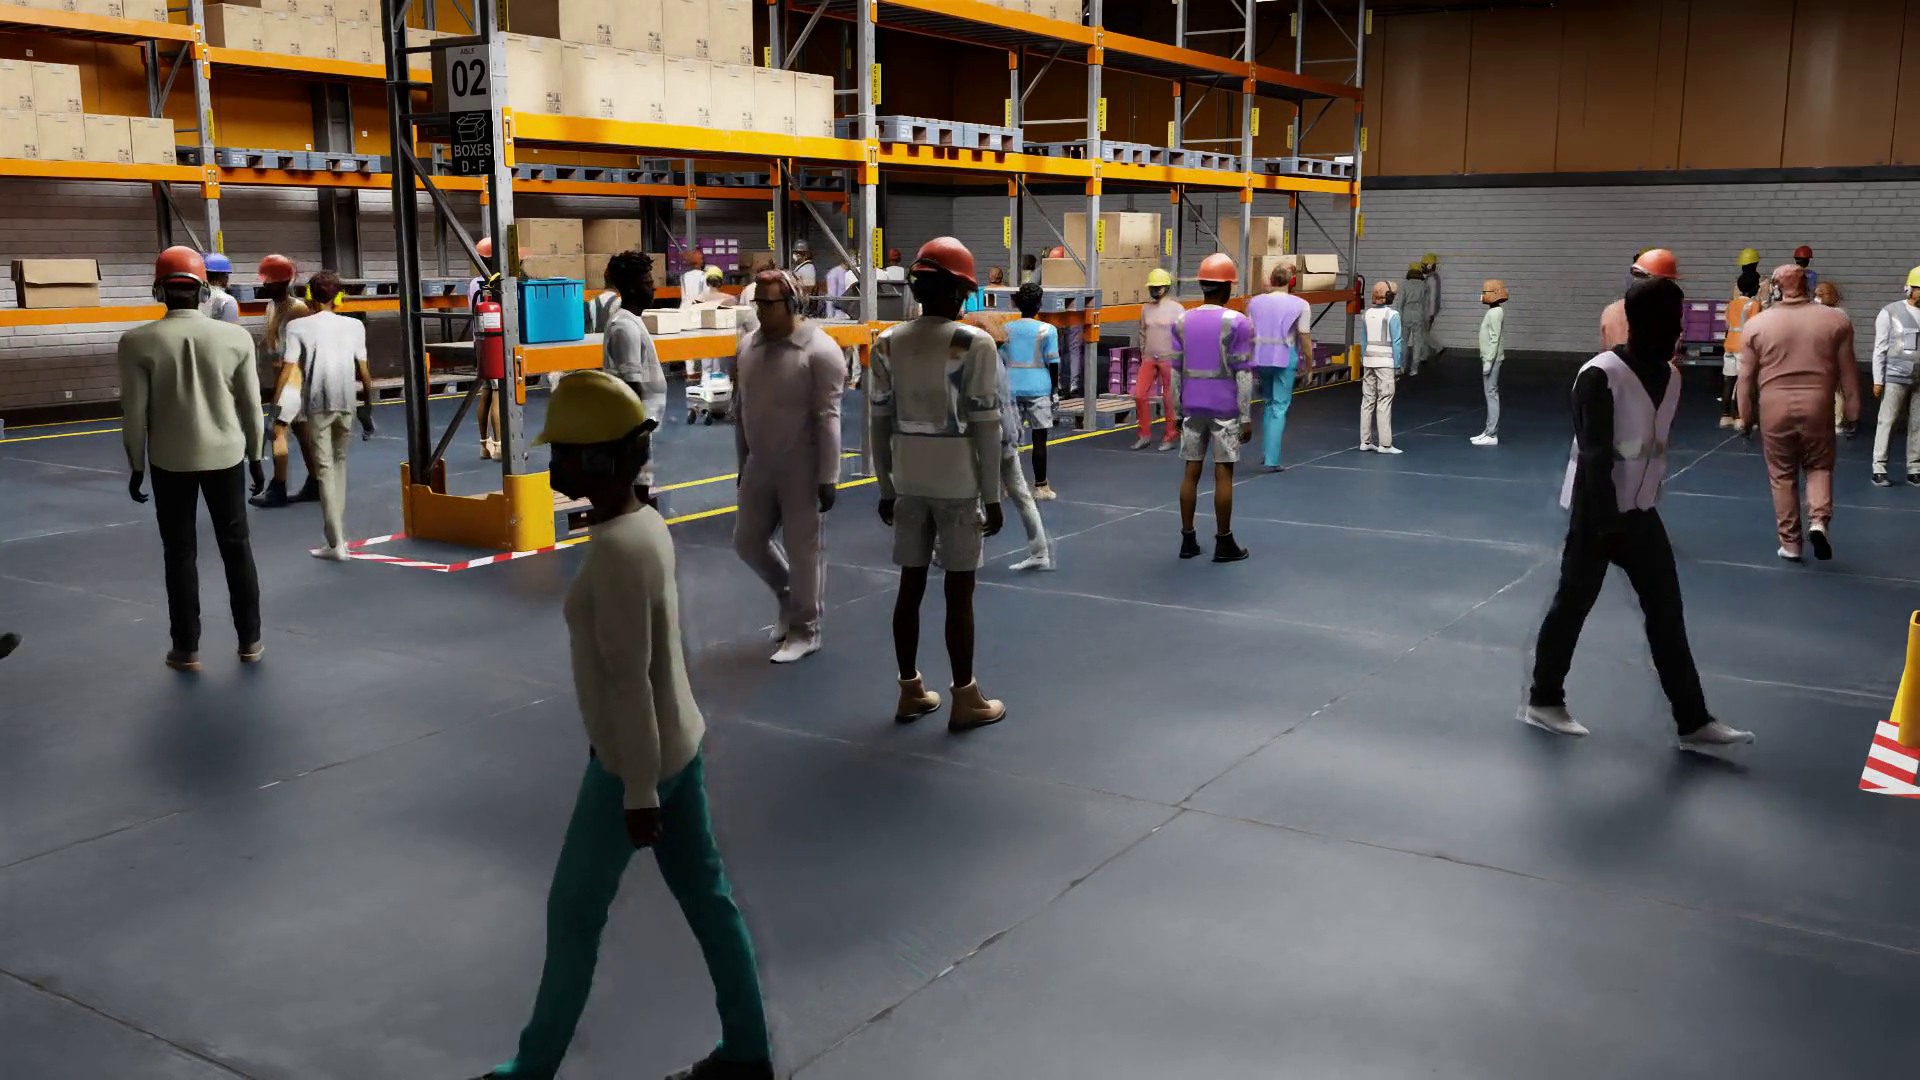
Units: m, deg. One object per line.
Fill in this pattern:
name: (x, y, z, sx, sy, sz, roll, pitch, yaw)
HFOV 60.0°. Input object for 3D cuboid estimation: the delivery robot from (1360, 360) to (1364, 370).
delivery robot: (5.978, -2.695, 24.423, 0.477, 0.478, 0.707, -3, 11, -17)

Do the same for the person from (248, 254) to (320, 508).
person: (-5.207, -1.197, 12.626, 0.753, 1.906, 0.632, -8, 13, -37)

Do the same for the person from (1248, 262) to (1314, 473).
person: (2.809, -1.500, 14.517, 0.608, 1.824, 0.588, 8, 13, 38)

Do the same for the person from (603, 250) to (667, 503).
person: (-1.841, -0.654, 9.459, 0.367, 1.966, 0.607, -3, 11, -15)

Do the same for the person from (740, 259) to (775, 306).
person: (-2.050, -2.073, 17.713, 0.630, 1.828, 0.516, 8, 13, 37)

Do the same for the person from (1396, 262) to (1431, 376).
person: (6.791, -3.317, 24.989, 0.532, 1.677, 0.934, 1, 10, 7)

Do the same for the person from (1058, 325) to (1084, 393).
person: (1.430, -2.883, 22.166, 0.650, 1.856, 0.977, 0, 10, -3)

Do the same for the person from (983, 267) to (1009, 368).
person: (0.511, -3.063, 23.711, 0.515, 1.641, 0.308, -1, 10, -6)

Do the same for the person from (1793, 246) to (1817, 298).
person: (12.335, -3.351, 24.482, 0.357, 1.938, 0.545, -7, 12, -35)

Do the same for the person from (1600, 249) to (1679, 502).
person: (4.502, -0.936, 11.036, 0.601, 1.945, 0.799, 9, 14, 42)

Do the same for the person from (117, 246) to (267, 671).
person: (-3.618, -0.383, 7.877, 0.623, 1.992, 0.396, -7, 12, -34)

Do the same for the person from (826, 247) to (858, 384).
person: (-1.680, -3.168, 23.525, 0.511, 1.918, 0.659, 8, 13, 39)

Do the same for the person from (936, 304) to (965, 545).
person: (-0.110, -0.765, 10.999, 0.391, 1.630, 0.513, -7, 12, -33)

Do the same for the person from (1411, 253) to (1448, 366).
person: (7.564, -3.698, 26.742, 0.495, 1.817, 0.597, 4, 11, 19)

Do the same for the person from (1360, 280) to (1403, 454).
person: (3.996, -1.633, 15.789, 0.309, 1.641, 0.514, -5, 12, -28)

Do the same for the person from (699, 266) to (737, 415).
person: (-2.840, -2.306, 19.267, 0.534, 1.731, 0.773, -1, 10, -3)

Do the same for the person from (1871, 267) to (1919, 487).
person: (7.808, -1.336, 13.648, 0.595, 1.826, 0.403, 1, 10, 6)

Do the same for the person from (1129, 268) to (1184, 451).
person: (1.884, -1.702, 15.878, 0.534, 1.751, 0.570, 8, 13, 38)

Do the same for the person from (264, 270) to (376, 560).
person: (-4.124, -0.800, 10.671, 0.737, 1.828, 0.637, 10, 14, 44)

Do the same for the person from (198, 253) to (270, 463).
person: (-6.702, -1.599, 14.890, 0.611, 1.924, 0.888, 5, 11, 25)

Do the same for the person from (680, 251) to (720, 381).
person: (-3.714, -3.234, 24.071, 0.608, 1.848, 0.881, 5, 11, 27)

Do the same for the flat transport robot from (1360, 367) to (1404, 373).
flat transport robot: (5.957, -2.648, 25.205, 1.431, 0.197, 0.652, 1, 10, 6)

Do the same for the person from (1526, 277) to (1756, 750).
person: (2.677, -0.079, 6.541, 0.615, 1.874, 0.966, -6, 12, -31)

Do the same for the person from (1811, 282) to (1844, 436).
person: (8.798, -1.850, 17.103, 0.858, 1.582, 0.515, -2, 10, -10)

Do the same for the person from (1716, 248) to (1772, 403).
person: (9.757, -2.653, 20.658, 0.381, 1.922, 0.584, -4, 11, -21)

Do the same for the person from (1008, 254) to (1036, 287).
person: (1.041, -3.545, 25.972, 0.632, 1.794, 0.934, 7, 13, 36)

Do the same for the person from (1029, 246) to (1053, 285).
person: (1.101, -2.841, 21.657, 0.353, 1.937, 0.635, 5, 11, 26)

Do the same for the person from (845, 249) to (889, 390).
person: (-1.262, -2.986, 22.459, 0.629, 1.940, 0.376, 3, 11, 15)

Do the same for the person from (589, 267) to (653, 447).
person: (-3.198, -1.665, 15.556, 0.539, 1.794, 0.882, 4, 11, 23)

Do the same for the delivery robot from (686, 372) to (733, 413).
delivery robot: (-2.694, -1.613, 18.427, 0.477, 0.478, 0.707, 8, 13, 36)

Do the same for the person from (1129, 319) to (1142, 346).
person: (2.963, -3.558, 26.070, 0.849, 1.791, 0.630, 0, 10, 1)

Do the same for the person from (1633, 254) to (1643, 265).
person: (10.218, -3.398, 25.073, 0.950, 1.808, 0.572, 8, 13, 37)

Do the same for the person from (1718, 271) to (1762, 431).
person: (8.370, -2.023, 17.790, 0.319, 1.696, 0.536, -1, 10, -5)

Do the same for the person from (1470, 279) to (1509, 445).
person: (5.264, -1.763, 16.527, 0.286, 1.633, 0.499, 3, 11, 15)

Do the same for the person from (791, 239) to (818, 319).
person: (-2.407, -3.508, 25.068, 0.537, 2.000, 0.682, -2, 10, -13)

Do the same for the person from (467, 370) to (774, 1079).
person: (-0.830, 0.485, 3.801, 0.848, 1.726, 0.550, 0, 10, -1)

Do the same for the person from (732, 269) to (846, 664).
person: (-0.842, -0.347, 7.979, 0.677, 1.888, 0.426, 6, 12, 32)

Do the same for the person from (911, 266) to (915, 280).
person: (-0.627, -4.020, 28.459, 0.627, 1.844, 0.429, 7, 12, 34)

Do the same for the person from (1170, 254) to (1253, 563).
person: (1.604, -0.825, 10.524, 0.562, 1.934, 0.394, 7, 13, 35)

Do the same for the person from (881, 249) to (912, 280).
person: (-1.045, -3.711, 26.631, 0.573, 1.883, 0.355, -3, 11, -16)

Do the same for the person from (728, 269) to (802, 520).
person: (-1.322, -0.988, 11.727, 0.549, 1.816, 0.958, 4, 11, 21)

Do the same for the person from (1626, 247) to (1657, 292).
person: (10.033, -3.317, 24.336, 0.589, 1.924, 0.383, 1, 10, 7)

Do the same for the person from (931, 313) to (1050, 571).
person: (0.143, -0.581, 10.104, 0.884, 1.572, 0.517, 1, 10, 5)

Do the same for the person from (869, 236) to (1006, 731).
person: (-0.078, -0.230, 6.920, 0.608, 2.036, 0.403, 7, 12, 33)

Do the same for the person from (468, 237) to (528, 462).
person: (-4.259, -1.736, 15.235, 0.365, 2.048, 0.607, -9, 13, -40)

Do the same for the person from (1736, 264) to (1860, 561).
person: (5.242, -0.781, 10.426, 0.721, 1.873, 0.498, 4, 11, 19)

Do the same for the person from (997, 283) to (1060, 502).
person: (0.527, -1.137, 12.883, 0.541, 1.695, 0.315, 5, 11, 24)

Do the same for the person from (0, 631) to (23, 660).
person: (-4.697, -0.223, 7.283, 0.990, 1.884, 0.575, -9, 13, -40)

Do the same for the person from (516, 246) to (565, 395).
person: (-5.572, -2.788, 21.294, 0.852, 1.971, 0.620, -2, 10, -9)

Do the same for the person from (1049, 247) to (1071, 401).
person: (1.244, -2.731, 21.047, 0.359, 1.938, 0.545, 2, 10, 12)
